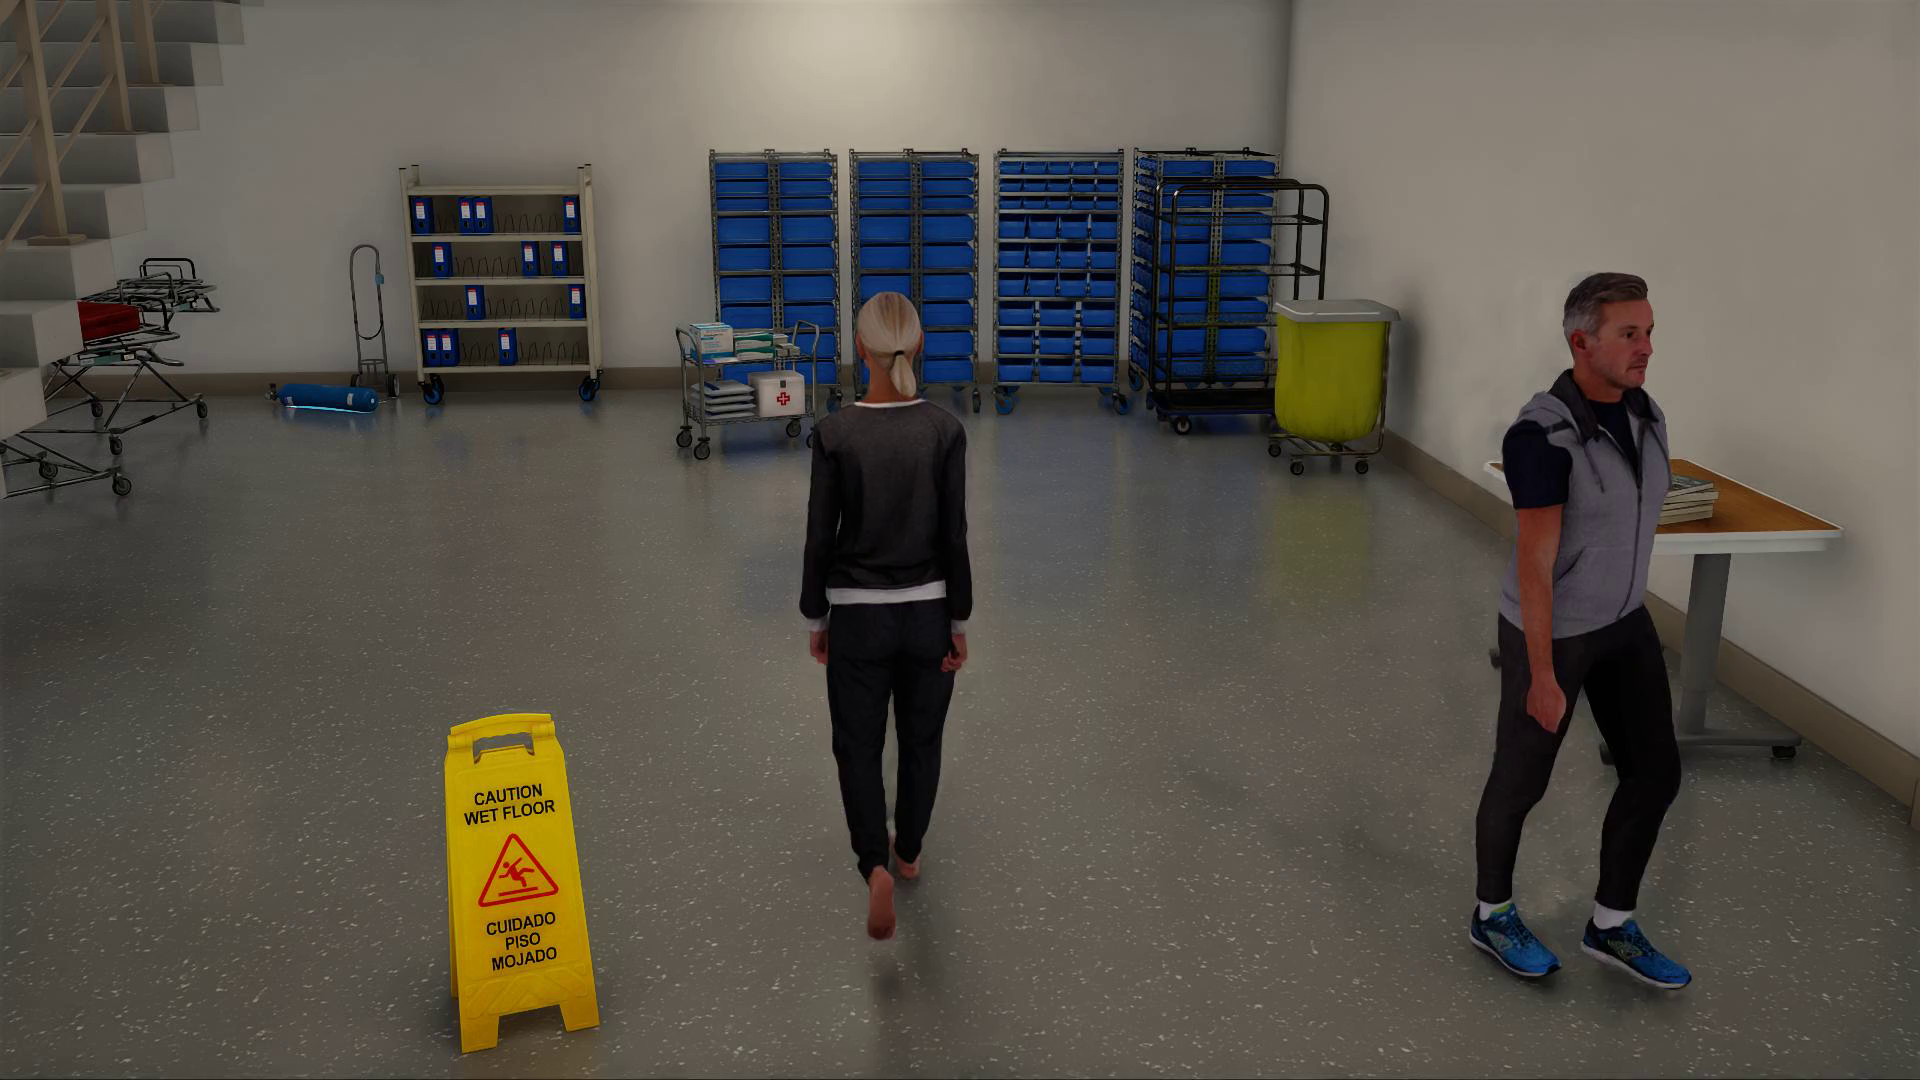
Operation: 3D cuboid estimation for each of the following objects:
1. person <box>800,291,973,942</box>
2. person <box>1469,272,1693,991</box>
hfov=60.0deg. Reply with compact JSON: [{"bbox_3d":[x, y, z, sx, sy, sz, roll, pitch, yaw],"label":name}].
[{"bbox_3d":[-0.173,0.217,4.440,0.612,1.705,0.955,-2,16,-6],"label":"person"},{"bbox_3d":[1.463,0.230,4.200,0.897,1.810,0.939,-10,19,-31],"label":"person"}]
